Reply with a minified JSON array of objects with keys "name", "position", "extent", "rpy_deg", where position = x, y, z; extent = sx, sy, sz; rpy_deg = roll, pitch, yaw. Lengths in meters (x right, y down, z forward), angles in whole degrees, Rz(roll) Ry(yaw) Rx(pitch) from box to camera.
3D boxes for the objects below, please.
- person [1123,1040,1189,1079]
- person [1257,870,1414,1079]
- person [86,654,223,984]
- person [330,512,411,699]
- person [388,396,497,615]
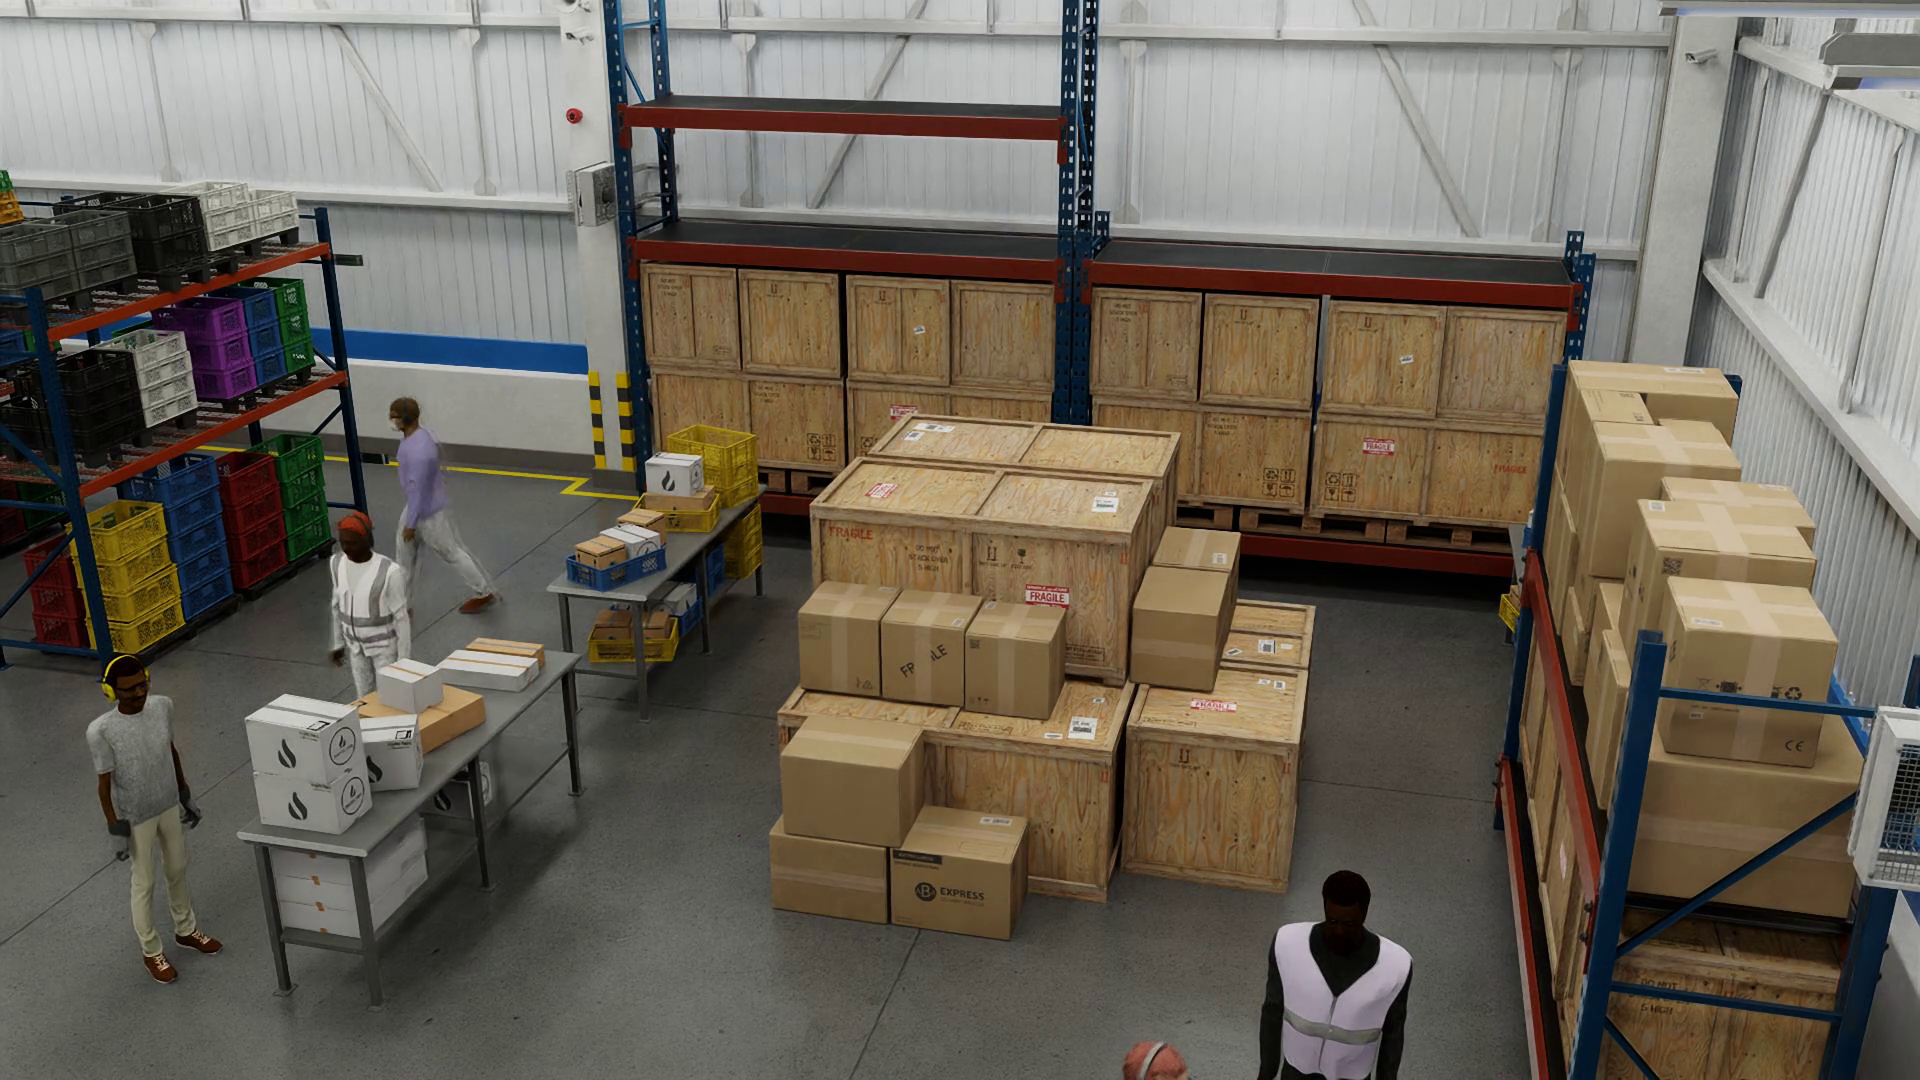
[{"name":"person","position":[0.650,2.592,5.972],"extent":[0.397,1.900,0.654],"rpy_deg":[15,25,34]},{"name":"person","position":[1.539,2.206,6.949],"extent":[0.587,1.917,0.391],"rpy_deg":[6,22,14]},{"name":"person","position":[-4.339,1.471,8.944],"extent":[0.321,1.866,0.532],"rpy_deg":[10,23,25]},{"name":"person","position":[-3.859,0.705,10.933],"extent":[0.590,1.881,0.372],"rpy_deg":[9,23,23]},{"name":"person","position":[-4.309,-0.244,13.406],"extent":[1.020,1.890,0.647],"rpy_deg":[-10,23,-24]}]
